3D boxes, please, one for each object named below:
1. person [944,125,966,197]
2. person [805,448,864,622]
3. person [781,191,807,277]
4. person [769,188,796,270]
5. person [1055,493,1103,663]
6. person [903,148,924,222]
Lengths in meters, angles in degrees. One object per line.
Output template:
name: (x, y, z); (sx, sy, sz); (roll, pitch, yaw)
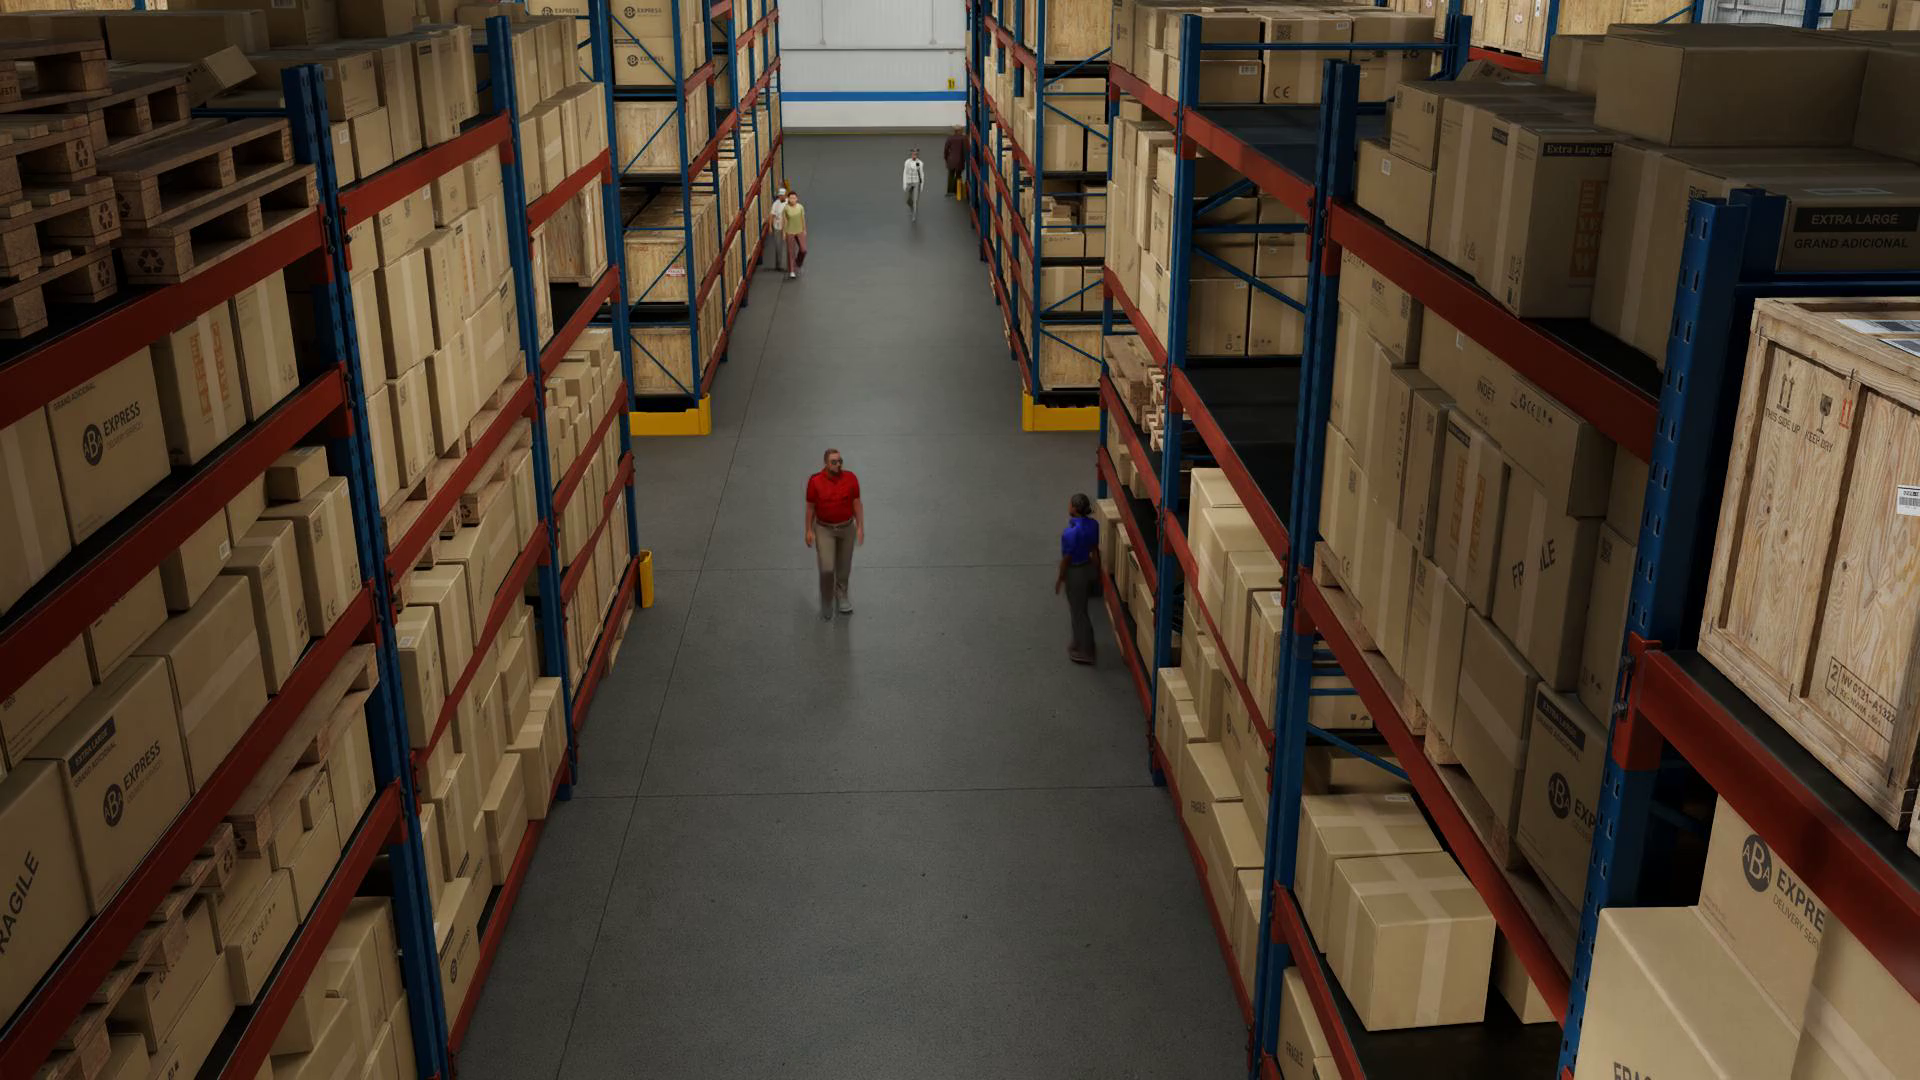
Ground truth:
person: (-0.088, -9.614, 42.200); (0.674, 1.786, 0.690); (5, 21, 12)
person: (-1.254, -0.078, 16.724); (0.570, 1.738, 0.460); (-8, 22, -20)
person: (-3.246, -6.015, 32.664); (0.501, 1.677, 0.462); (-4, 21, -12)
person: (-3.523, -6.227, 33.312); (0.621, 1.628, 0.892); (-2, 21, -5)
person: (1.125, 0.364, 15.677); (0.450, 1.686, 0.490); (15, 25, 35)
person: (-1.081, -8.356, 39.008); (0.491, 1.658, 0.799); (4, 21, 11)
